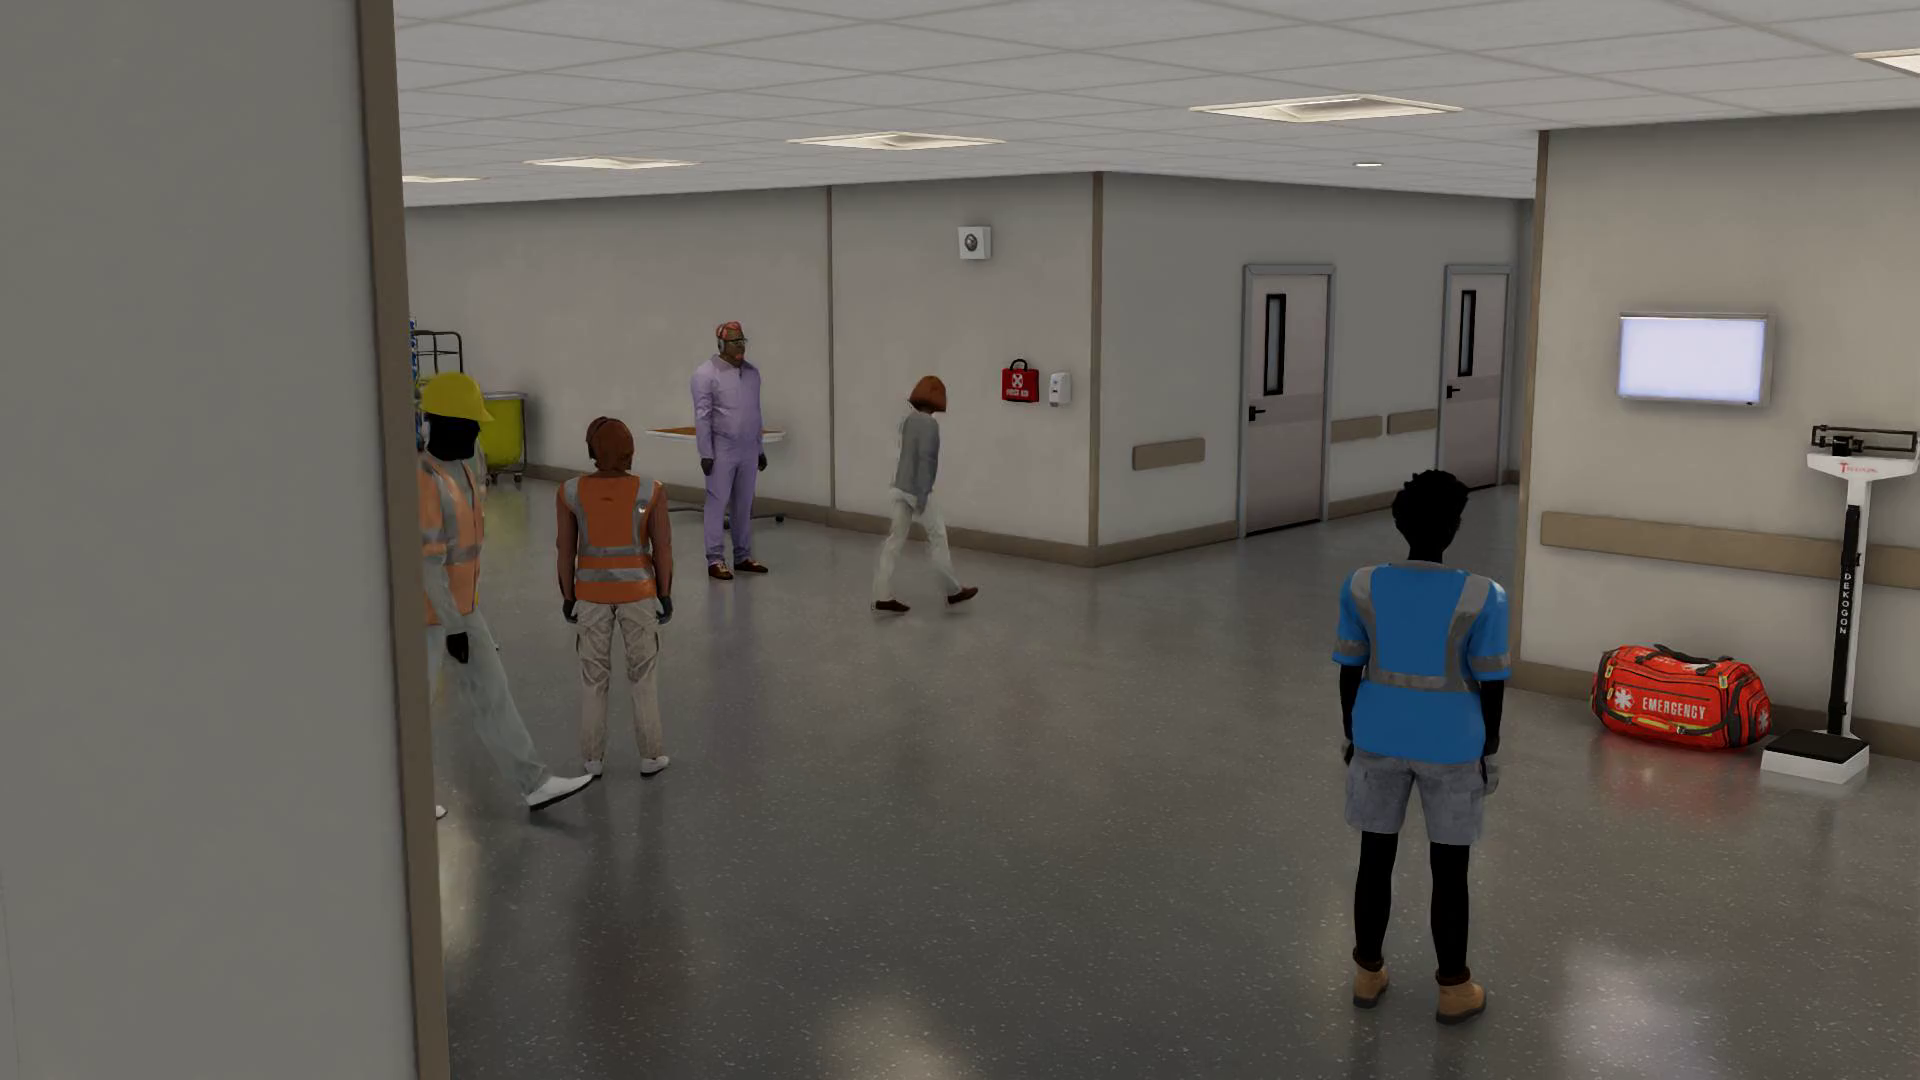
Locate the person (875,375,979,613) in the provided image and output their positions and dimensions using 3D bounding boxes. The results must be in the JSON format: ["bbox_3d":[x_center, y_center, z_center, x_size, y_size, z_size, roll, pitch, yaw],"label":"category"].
[{"bbox_3d":[-0.243,-0.309,11.190,0.820,1.579,0.502,-5,11,-30],"label":"person"}]

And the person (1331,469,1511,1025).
[{"bbox_3d":[1.403,0.630,5.097,0.536,1.696,0.322,6,11,31],"label":"person"}]

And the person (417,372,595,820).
[{"bbox_3d":[-2.023,0.256,6.824,0.955,1.873,0.614,1,9,4],"label":"person"}]

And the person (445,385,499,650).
[{"bbox_3d":[-3.003,-0.144,10.028,0.311,1.637,0.523,-6,11,-33],"label":"person"}]

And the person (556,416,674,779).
[{"bbox_3d":[-1.548,0.265,7.500,0.520,1.645,0.307,-1,9,-4],"label":"person"}]

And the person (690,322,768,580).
[{"bbox_3d":[-1.691,-0.671,12.440,0.409,1.908,0.639,7,12,38],"label":"person"}]
